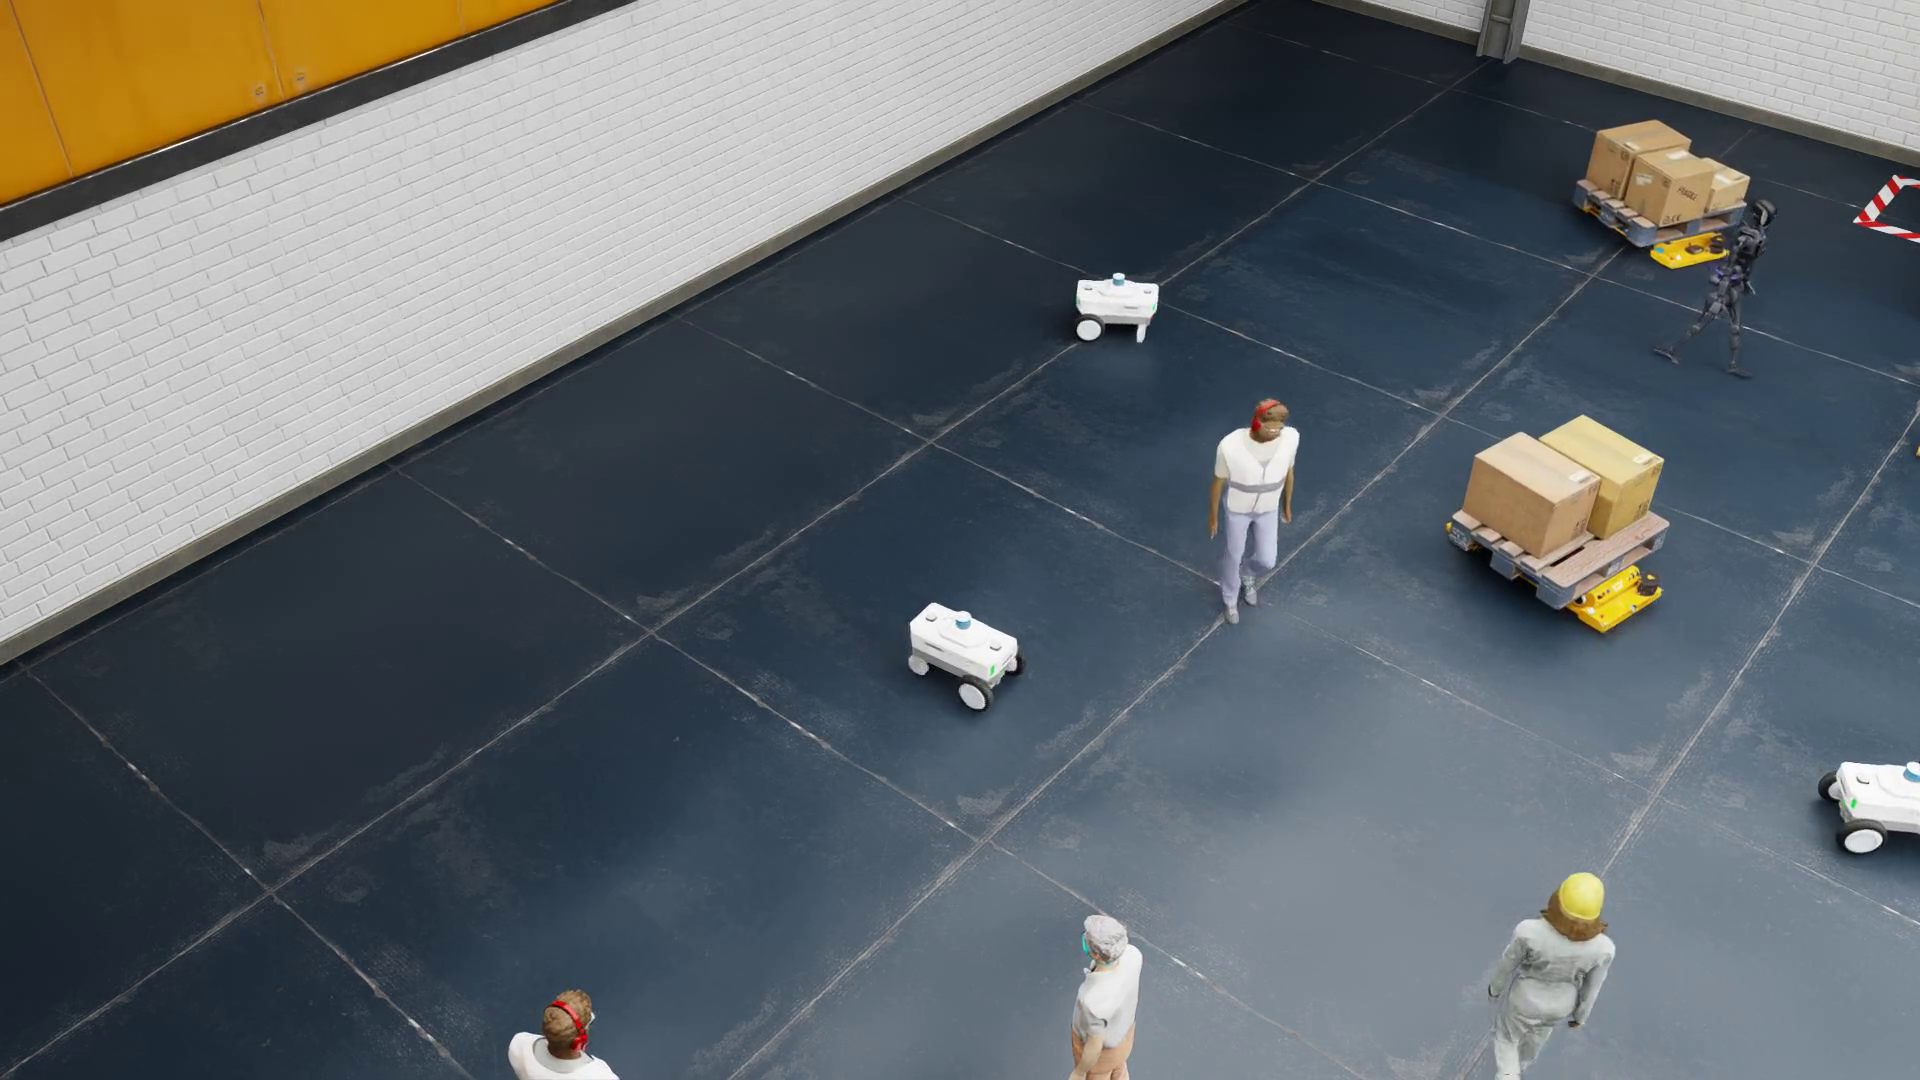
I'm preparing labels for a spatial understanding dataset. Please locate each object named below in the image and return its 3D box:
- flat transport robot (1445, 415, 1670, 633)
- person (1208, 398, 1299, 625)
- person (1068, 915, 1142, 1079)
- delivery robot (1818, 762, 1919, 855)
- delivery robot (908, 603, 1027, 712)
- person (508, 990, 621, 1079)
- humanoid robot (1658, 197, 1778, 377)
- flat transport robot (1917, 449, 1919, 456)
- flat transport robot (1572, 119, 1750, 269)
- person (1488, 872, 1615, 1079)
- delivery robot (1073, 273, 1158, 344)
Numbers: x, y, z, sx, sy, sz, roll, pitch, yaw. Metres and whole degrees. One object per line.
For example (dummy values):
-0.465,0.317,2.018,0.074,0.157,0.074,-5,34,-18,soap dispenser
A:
4.324,0.110,12.149,0.659,0.231,1.431,-25,45,-27,flat transport robot
1.972,-0.202,11.297,0.612,1.820,0.467,-6,39,-7,person
0.688,2.430,8.092,0.301,1.744,0.491,21,43,24,person
5.669,1.591,10.076,0.757,0.585,0.521,5,39,6,delivery robot
0.038,0.748,11.144,0.815,0.612,0.499,23,44,26,delivery robot
-1.735,2.731,7.654,0.568,1.831,0.408,16,42,19,person
6.396,-2.117,13.830,0.780,1.622,0.611,32,49,33,humanoid robot
8.396,-0.704,13.160,1.431,0.231,0.659,-13,41,-16,flat transport robot
6.688,-3.074,16.101,0.659,0.231,1.431,-14,41,-17,flat transport robot
2.902,2.310,8.264,0.489,1.715,0.701,5,39,6,person
1.348,-2.058,14.615,0.769,0.597,0.510,4,39,5,delivery robot
